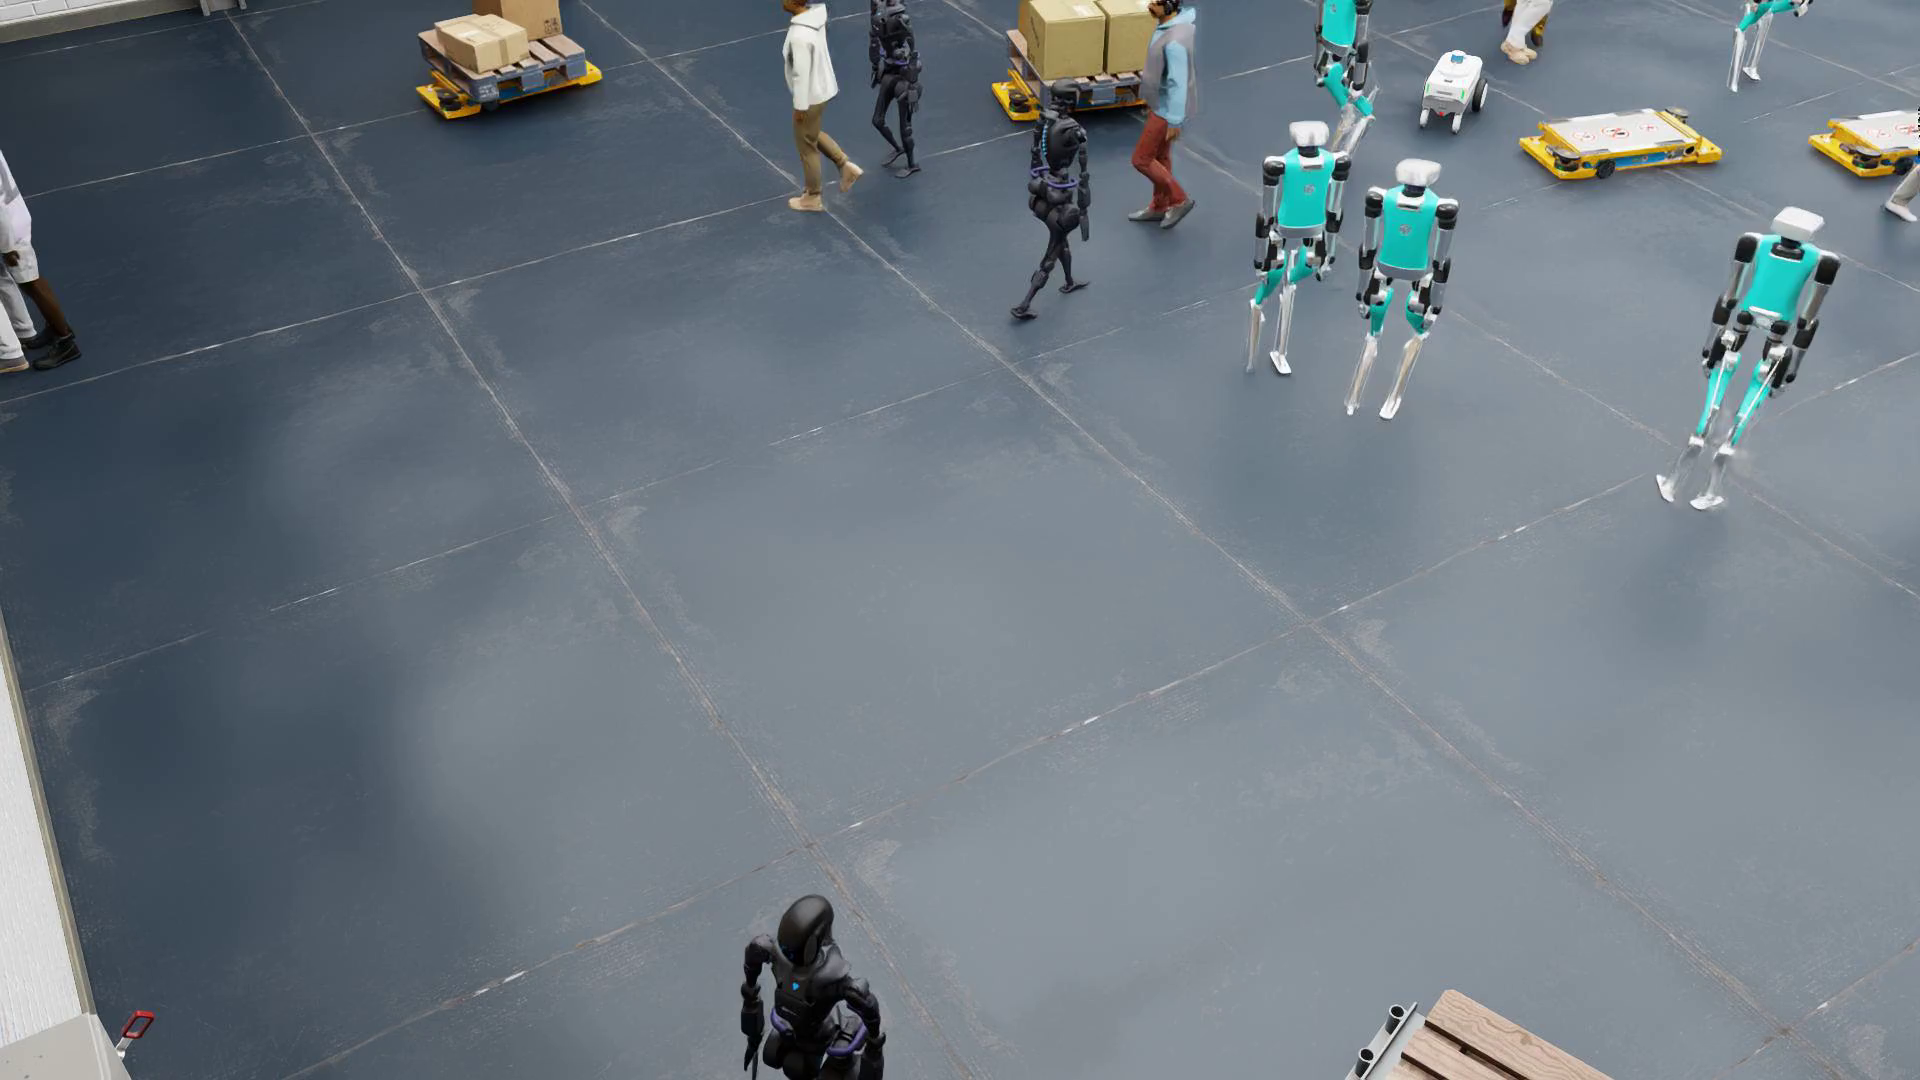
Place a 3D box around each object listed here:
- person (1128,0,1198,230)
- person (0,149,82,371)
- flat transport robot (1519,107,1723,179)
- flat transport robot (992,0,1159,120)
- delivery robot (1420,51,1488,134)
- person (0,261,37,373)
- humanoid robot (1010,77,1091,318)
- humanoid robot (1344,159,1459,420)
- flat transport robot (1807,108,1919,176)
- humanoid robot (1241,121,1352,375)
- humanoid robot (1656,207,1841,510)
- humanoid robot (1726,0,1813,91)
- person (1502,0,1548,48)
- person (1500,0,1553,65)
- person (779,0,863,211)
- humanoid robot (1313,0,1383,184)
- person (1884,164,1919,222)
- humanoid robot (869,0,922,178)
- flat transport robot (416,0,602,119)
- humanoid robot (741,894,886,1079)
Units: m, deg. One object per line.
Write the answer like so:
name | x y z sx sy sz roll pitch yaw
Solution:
person | 1.464 -3.102 11.924 0.478 1.860 0.539 1 38 2
person | -6.045 -1.969 10.446 0.395 1.928 0.542 -21 43 -25
flat transport robot | 5.283 -3.167 13.288 1.431 0.231 0.659 -9 39 -11
flat transport robot | 1.044 -3.842 14.139 1.431 0.231 0.659 -9 39 -11
delivery robot | 4.089 -3.769 13.815 0.499 0.592 0.774 16 41 19
person | -6.261 -1.939 10.446 0.341 1.878 0.575 -5 39 -6
humanoid robot | 0.633 -2.284 11.081 0.783 1.626 0.613 -24 44 -27
humanoid robot | 2.679 -1.533 10.041 0.546 1.787 0.676 16 41 19
flat transport robot | 7.634 -3.198 13.327 1.431 0.231 0.659 -9 39 -12
humanoid robot | 2.044 -1.821 10.454 0.541 1.861 0.663 -4 39 -5
humanoid robot | 4.343 -0.911 9.258 0.529 1.750 0.865 24 44 27
humanoid robot | 6.857 -4.625 13.958 0.549 1.769 0.834 4 39 4
person | 5.176 -5.299 14.793 0.610 1.740 0.466 4 39 5
person | 5.067 -5.058 14.423 0.465 1.823 0.634 22 43 25
person | -1.054 -3.235 12.169 0.479 1.751 0.550 7 39 8
humanoid robot | 2.998 -3.557 12.621 0.687 1.814 0.543 -20 43 -24
person | 7.205 -2.903 11.882 0.519 1.586 0.854 -23 44 -26
humanoid robot | -0.479 -3.529 12.620 0.374 1.642 0.609 -25 45 -28
flat transport robot | -3.880 -3.971 14.303 1.431 0.231 0.659 -25 45 -28
humanoid robot | -0.500 1.808 5.914 0.591 1.629 0.781 17 41 20
